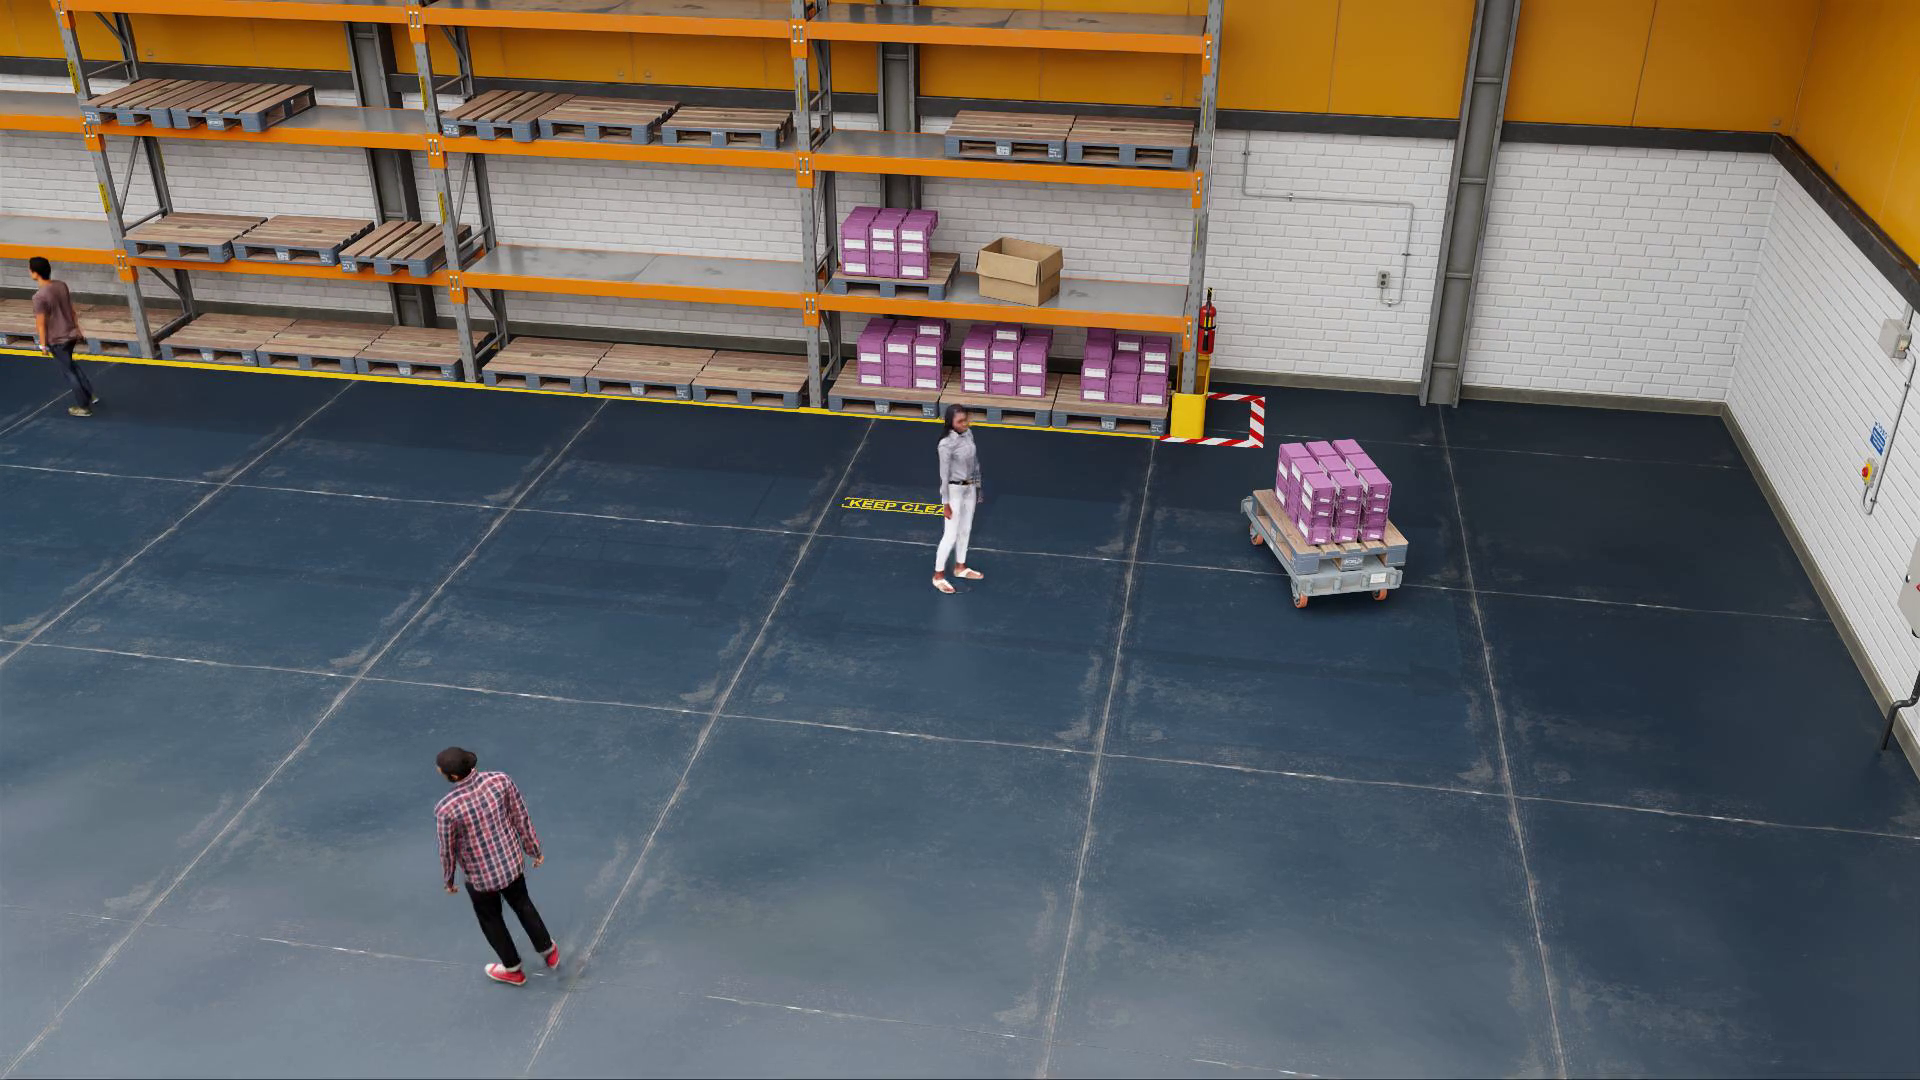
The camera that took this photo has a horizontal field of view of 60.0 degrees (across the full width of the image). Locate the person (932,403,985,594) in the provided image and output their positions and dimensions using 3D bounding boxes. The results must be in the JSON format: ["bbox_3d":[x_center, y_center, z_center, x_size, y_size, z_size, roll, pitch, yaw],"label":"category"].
[{"bbox_3d":[-0.002,-0.405,14.421,0.720,1.720,0.748,13,31,23],"label":"person"}]

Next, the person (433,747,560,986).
[{"bbox_3d":[-2.782,1.978,10.049,0.868,1.725,0.871,-16,33,-27],"label":"person"}]

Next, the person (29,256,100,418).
[{"bbox_3d":[-9.386,-2.130,17.528,0.608,1.773,0.658,6,29,12],"label":"person"}]
